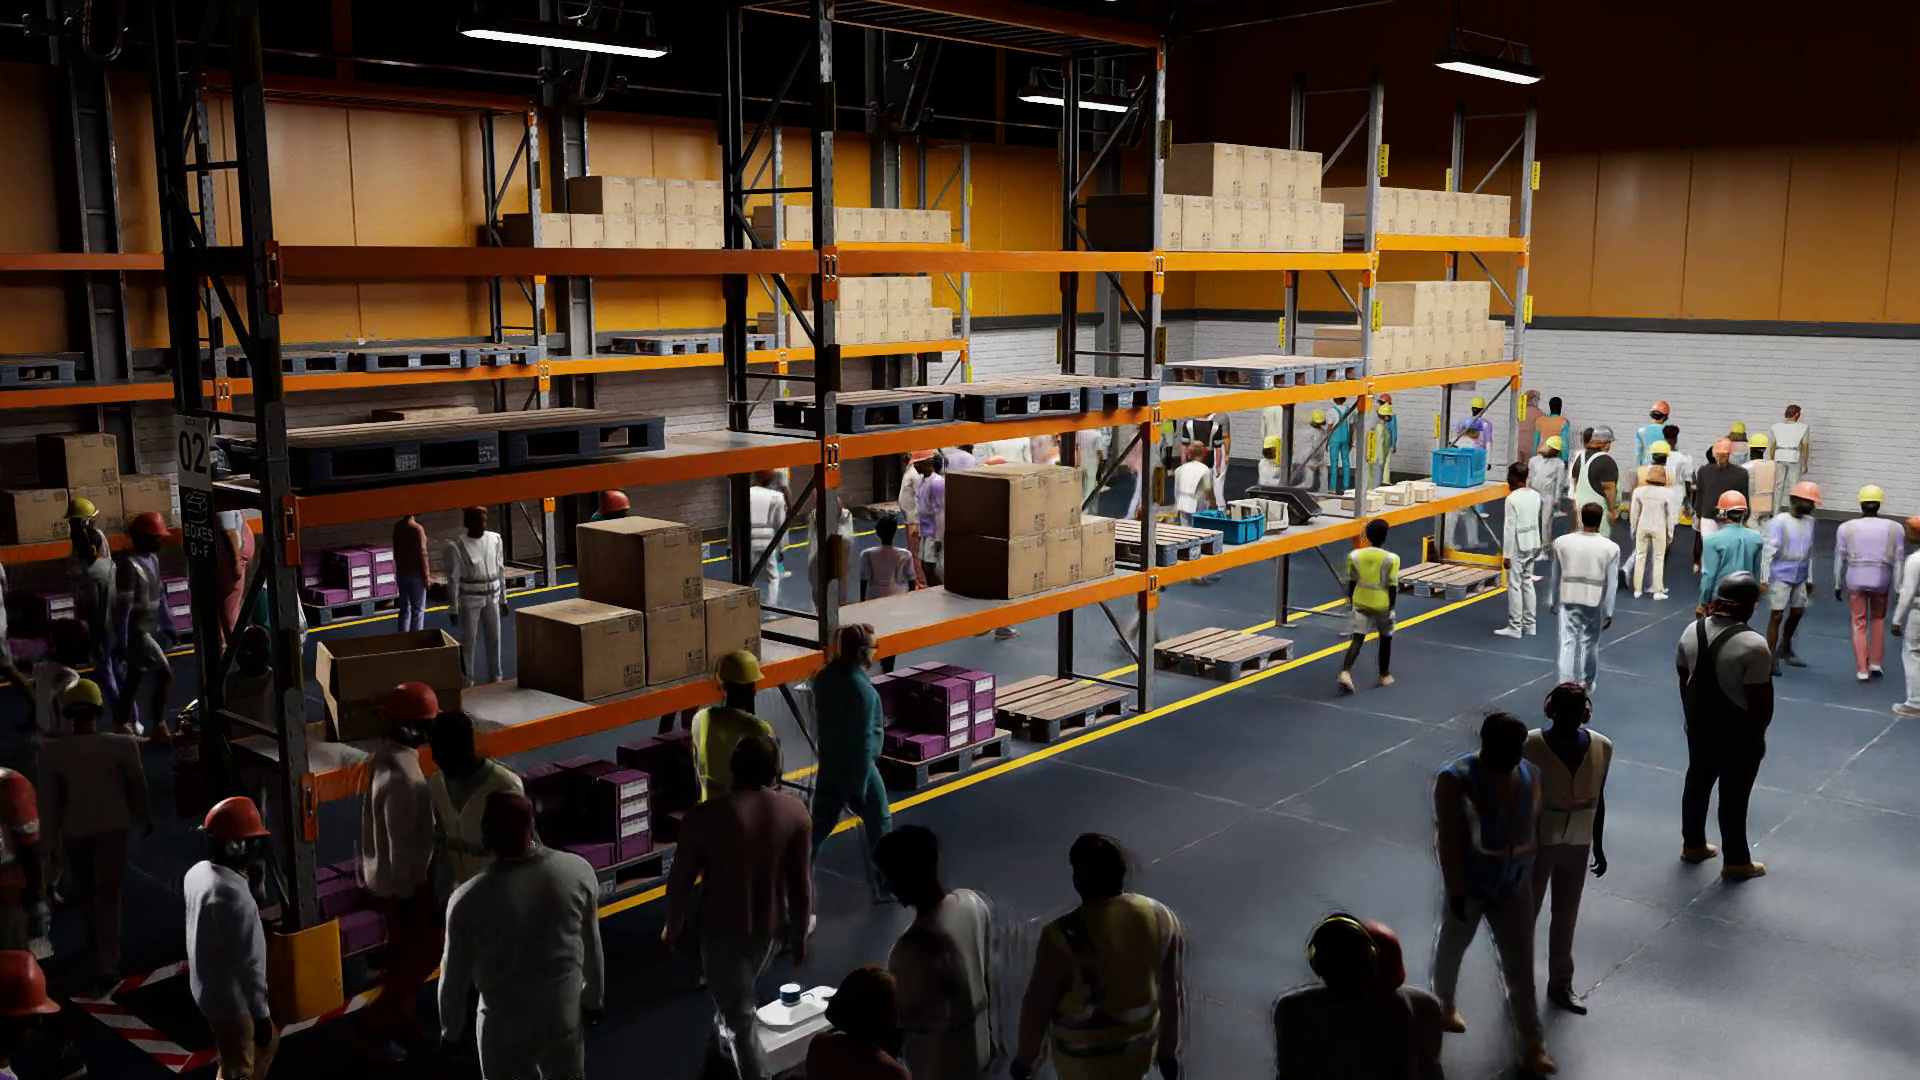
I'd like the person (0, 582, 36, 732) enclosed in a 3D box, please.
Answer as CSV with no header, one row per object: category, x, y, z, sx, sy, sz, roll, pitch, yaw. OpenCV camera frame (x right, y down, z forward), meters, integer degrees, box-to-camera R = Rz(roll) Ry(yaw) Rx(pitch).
person,-8.362,0.760,14.225,0.988,1.890,0.553,-6,11,-31

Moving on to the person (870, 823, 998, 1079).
person,-0.122,2.024,6.546,0.474,1.930,0.655,4,10,21

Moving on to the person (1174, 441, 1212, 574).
person,3.051,-0.414,21.609,0.561,1.753,0.331,8,13,41

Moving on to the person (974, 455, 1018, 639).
person,0.362,0.076,17.998,0.609,1.984,0.398,8,13,41

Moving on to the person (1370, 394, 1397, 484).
person,7.476,-1.714,29.405,0.561,1.741,0.343,8,13,41

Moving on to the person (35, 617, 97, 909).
person,-5.615,1.409,10.410,0.570,1.870,0.521,9,13,43

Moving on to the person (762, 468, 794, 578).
person,-2.320,-0.400,21.292,0.396,1.834,0.552,-7,12,-35

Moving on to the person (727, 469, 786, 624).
person,-2.241,0.083,18.337,0.651,1.864,0.360,-1,10,-5

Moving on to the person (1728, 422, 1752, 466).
person,11.384,-0.874,24.416,0.506,1.724,0.593,7,12,38

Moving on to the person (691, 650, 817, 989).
person,-1.206,1.544,9.509,0.612,1.884,0.925,6,11,31

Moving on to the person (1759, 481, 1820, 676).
person,8.132,0.363,16.454,0.779,1.934,0.549,-3,10,-15

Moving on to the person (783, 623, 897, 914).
person,-0.743,1.427,10.352,1.009,1.861,0.645,-7,12,-35

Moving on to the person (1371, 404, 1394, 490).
person,6.845,-1.316,26.959,0.328,1.767,0.531,3,10,16

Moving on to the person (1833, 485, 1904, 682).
person,8.836,0.417,16.210,0.610,1.894,0.635,4,10,23

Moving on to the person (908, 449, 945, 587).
person,-0.365,-0.087,18.900,0.436,2.013,0.636,-3,10,-18

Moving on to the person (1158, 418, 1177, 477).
person,3.895,-2.047,31.544,0.530,1.692,0.321,8,13,41

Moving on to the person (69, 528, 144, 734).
person,-7.235,0.798,14.116,0.411,1.850,0.599,0,10,-3

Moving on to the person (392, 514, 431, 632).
person,-5.558,0.364,16.928,0.523,1.769,0.321,8,13,41

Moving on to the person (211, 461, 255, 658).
person,-7.562,0.187,17.168,0.673,2.000,0.536,8,13,41

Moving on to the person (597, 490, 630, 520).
person,-3.202,0.489,15.678,0.370,1.937,0.543,-3,10,-17

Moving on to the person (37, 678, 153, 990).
person,-4.925,1.636,9.508,0.542,1.713,0.947,-3,10,-18

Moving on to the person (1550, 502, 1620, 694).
person,5.737,0.583,15.334,0.600,1.879,0.992,5,11,26

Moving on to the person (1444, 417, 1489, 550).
person,7.160,-0.775,23.312,0.819,1.899,0.600,2,10,12

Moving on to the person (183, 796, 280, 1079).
person,-3.183,1.985,7.341,0.452,1.726,0.601,-8,12,-39

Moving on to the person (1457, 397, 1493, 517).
person,8.193,-1.316,26.476,0.585,1.929,0.377,8,13,41

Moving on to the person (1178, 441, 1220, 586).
person,3.039,-0.335,20.954,0.534,1.814,0.641,-4,10,-23

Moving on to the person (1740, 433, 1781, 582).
person,9.959,-0.372,20.842,0.587,1.928,0.382,-3,10,-16

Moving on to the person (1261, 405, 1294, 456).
person,5.349,-1.590,27.945,0.609,1.984,0.398,8,13,41

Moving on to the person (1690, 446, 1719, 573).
person,9.767,-0.388,21.623,0.530,1.697,0.321,8,13,41

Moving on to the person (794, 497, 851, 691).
person,-1.215,0.487,15.857,0.764,1.878,0.667,-3,10,-17

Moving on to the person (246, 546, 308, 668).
person,-5.482,0.916,13.415,0.429,1.839,0.633,-1,10,-4

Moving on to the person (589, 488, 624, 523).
person,-3.527,0.364,16.705,0.394,1.841,0.564,-8,13,-41

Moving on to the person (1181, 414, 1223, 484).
person,3.664,-1.163,25.271,0.619,2.029,0.409,1,10,8

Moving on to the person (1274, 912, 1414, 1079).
person,1.359,2.206,5.804,0.516,1.821,0.929,1,10,3

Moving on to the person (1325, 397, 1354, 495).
person,6.613,-1.701,29.024,0.507,1.847,0.351,-1,10,-9

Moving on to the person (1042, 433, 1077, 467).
person,1.366,-0.620,22.319,0.585,1.929,0.377,8,13,41

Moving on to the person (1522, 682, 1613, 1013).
person,3.225,1.652,9.013,0.564,1.841,0.389,-1,10,-8

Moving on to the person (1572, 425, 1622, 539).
person,8.033,-0.436,20.891,0.536,2.000,0.688,-3,10,-15

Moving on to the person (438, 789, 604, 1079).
person,-1.832,1.969,6.966,0.677,1.898,0.419,-7,12,-36

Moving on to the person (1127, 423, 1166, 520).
person,2.914,-1.053,25.508,0.893,1.721,0.546,-3,10,-19

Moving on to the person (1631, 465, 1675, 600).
person,8.352,-0.096,20.069,0.507,1.631,0.266,8,12,39

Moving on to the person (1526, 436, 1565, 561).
person,7.891,-0.566,22.638,0.569,1.710,0.393,6,11,32
